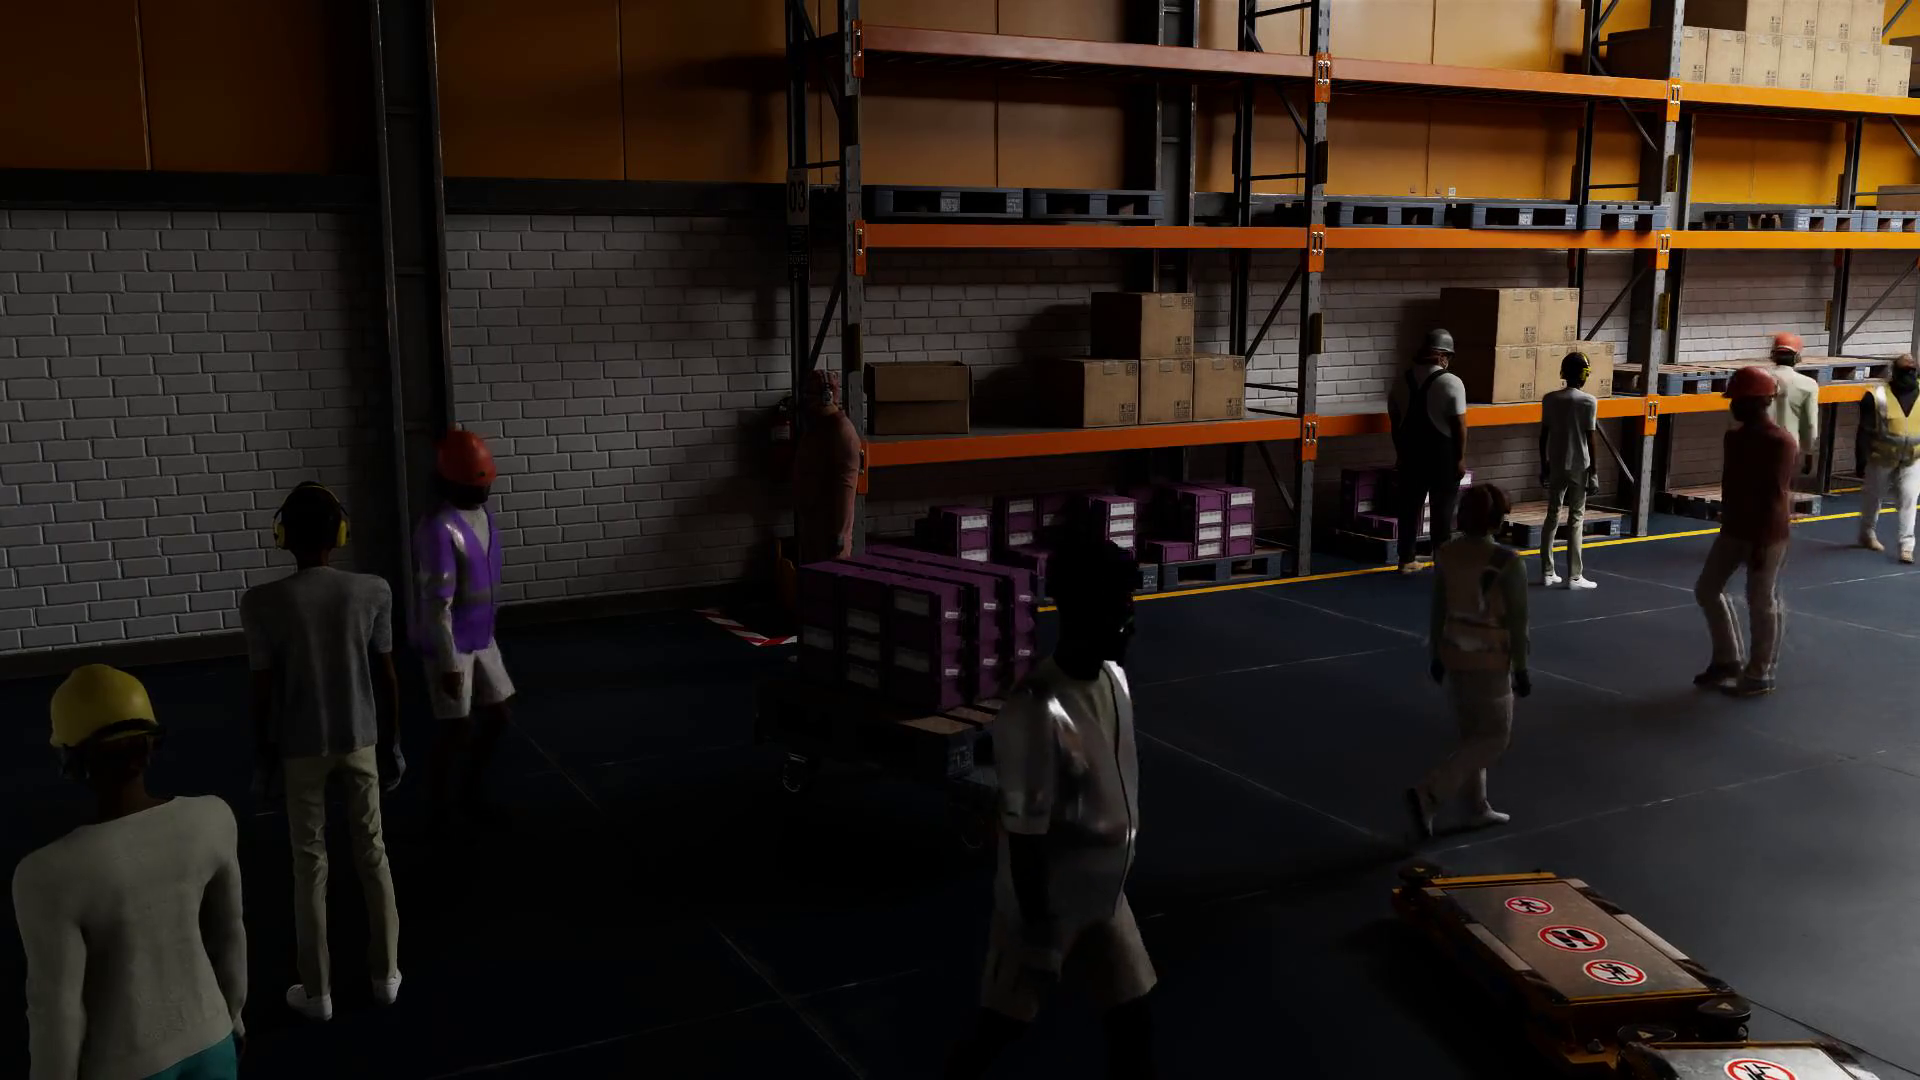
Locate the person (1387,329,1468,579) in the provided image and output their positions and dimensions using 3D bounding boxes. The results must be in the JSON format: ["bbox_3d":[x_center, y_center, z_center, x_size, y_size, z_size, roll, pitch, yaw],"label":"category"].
[{"bbox_3d":[3.852,-0.711,13.539,0.536,2.000,0.675,-9,13,-41],"label":"person"}]

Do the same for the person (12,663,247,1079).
[{"bbox_3d":[-1.815,1.140,3.679,0.328,1.765,0.532,5,11,27],"label":"person"}]

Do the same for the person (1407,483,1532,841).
[{"bbox_3d":[2.269,0.554,7.452,0.617,1.618,0.529,-5,11,-25],"label":"person"}]

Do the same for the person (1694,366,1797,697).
[{"bbox_3d":[4.644,-0.038,9.844,0.514,1.973,0.631,-2,10,-14],"label":"person"}]

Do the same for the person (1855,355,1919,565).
[{"bbox_3d":[8.054,-0.718,14.360,0.631,1.783,1.029,3,10,15],"label":"person"}]

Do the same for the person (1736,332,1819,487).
[{"bbox_3d":[6.963,-0.784,14.183,0.623,1.957,0.771,9,14,43],"label":"person"}]

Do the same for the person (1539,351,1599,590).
[{"bbox_3d":[4.790,-0.544,13.074,0.328,1.869,0.521,-7,12,-35],"label":"person"}]

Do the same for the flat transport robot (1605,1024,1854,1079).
[{"bbox_3d":[2.378,1.732,4.560,0.652,0.197,1.431,0,10,-1],"label":"flat transport robot"}]

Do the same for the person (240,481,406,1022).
[{"bbox_3d":[-2.185,0.727,5.750,0.510,1.872,0.328,-6,12,-32],"label":"person"}]

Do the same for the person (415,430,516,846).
[{"bbox_3d":[-2.189,0.444,7.308,0.562,1.889,0.561,3,10,17],"label":"person"}]

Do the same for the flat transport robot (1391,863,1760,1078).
[{"bbox_3d":[2.143,1.487,5.972,0.652,0.197,1.431,-1,10,-8],"label":"flat transport robot"}]

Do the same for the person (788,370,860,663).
[{"bbox_3d":[-0.866,-0.110,10.464,0.408,1.909,0.642,-5,11,-25],"label":"person"}]

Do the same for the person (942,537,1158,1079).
[{"bbox_3d":[0.279,0.927,4.493,1.000,1.919,0.647,6,12,33],"label":"person"}]
